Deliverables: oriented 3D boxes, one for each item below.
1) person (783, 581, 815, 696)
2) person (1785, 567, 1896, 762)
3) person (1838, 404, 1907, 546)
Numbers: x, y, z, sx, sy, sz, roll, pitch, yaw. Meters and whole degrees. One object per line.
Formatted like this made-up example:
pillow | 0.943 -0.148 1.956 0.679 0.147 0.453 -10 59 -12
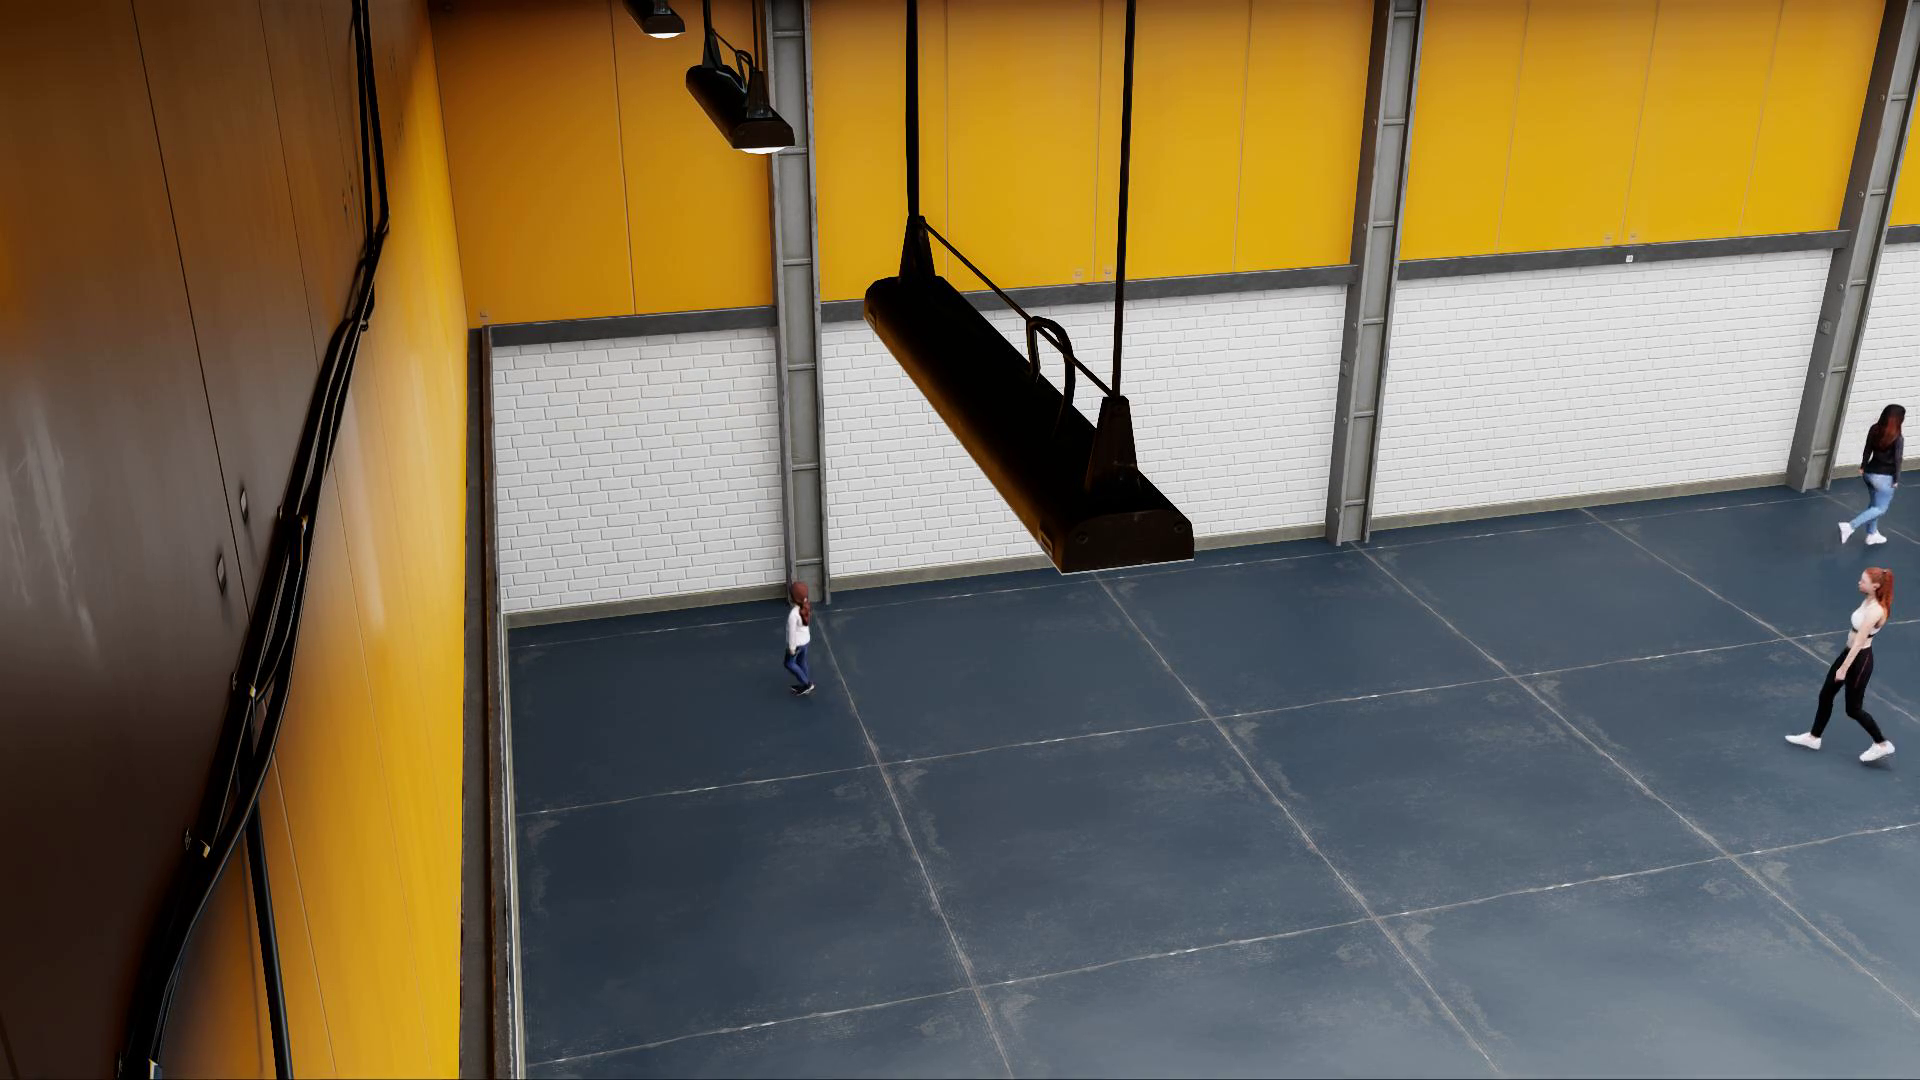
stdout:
person | -1.399 0.895 14.857 0.600 1.103 0.545 9 25 21
person | 7.458 1.057 13.713 1.101 1.722 0.965 10 25 21
person | 9.778 -0.658 17.776 0.938 1.612 0.627 -6 24 -14
